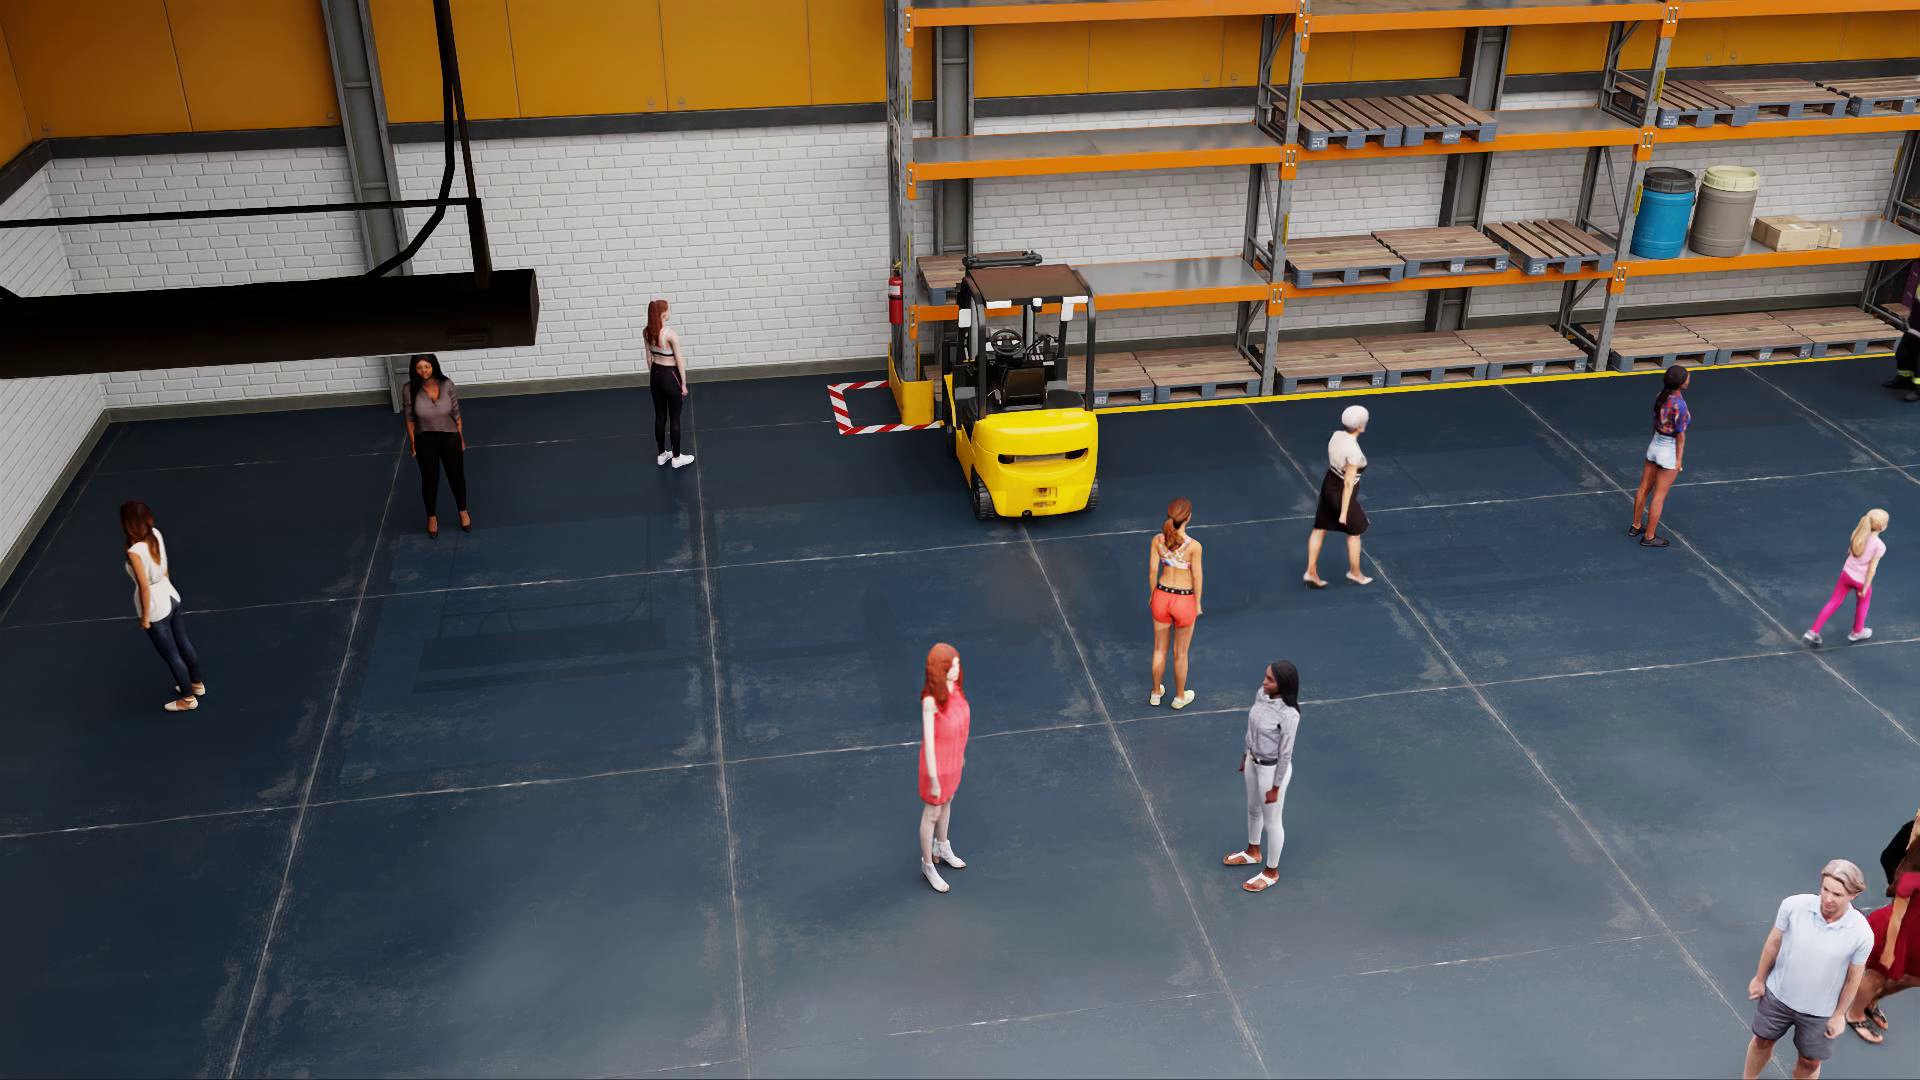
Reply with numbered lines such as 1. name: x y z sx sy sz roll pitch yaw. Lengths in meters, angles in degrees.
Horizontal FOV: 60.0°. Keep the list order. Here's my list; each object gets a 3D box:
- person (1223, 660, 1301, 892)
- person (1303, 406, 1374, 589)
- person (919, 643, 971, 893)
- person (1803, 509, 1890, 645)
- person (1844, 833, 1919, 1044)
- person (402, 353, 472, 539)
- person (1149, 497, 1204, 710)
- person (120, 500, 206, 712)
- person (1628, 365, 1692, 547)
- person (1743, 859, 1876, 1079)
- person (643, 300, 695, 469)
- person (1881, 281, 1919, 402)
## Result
1. person: 2.024 1.519 10.951 0.577 1.725 0.625 -10 30 -17
2. person: 3.175 -0.335 14.346 0.892 1.728 0.701 -10 30 -17
3. person: -0.125 1.468 10.937 0.703 1.827 0.672 14 32 24
4. person: 7.297 0.321 13.640 0.957 1.253 0.644 -13 31 -22
5. person: 5.463 2.263 9.782 0.670 1.537 0.730 -15 32 -26
6. person: -4.794 -0.897 15.259 0.616 1.840 0.769 -12 31 -21
7. person: 1.641 0.490 12.767 0.662 1.791 0.742 13 31 22
8. person: -6.121 0.504 12.750 0.593 1.784 0.645 1 29 2
9. person: 6.402 -0.781 15.150 0.521 1.742 0.591 -6 29 -11
10. person: 4.609 2.484 9.071 0.738 1.832 0.774 22 36 35
11. person: -2.942 -1.568 16.593 0.640 1.742 0.717 15 32 26
12. person: 10.494 -2.407 17.920 0.629 1.943 0.817 1 29 2
